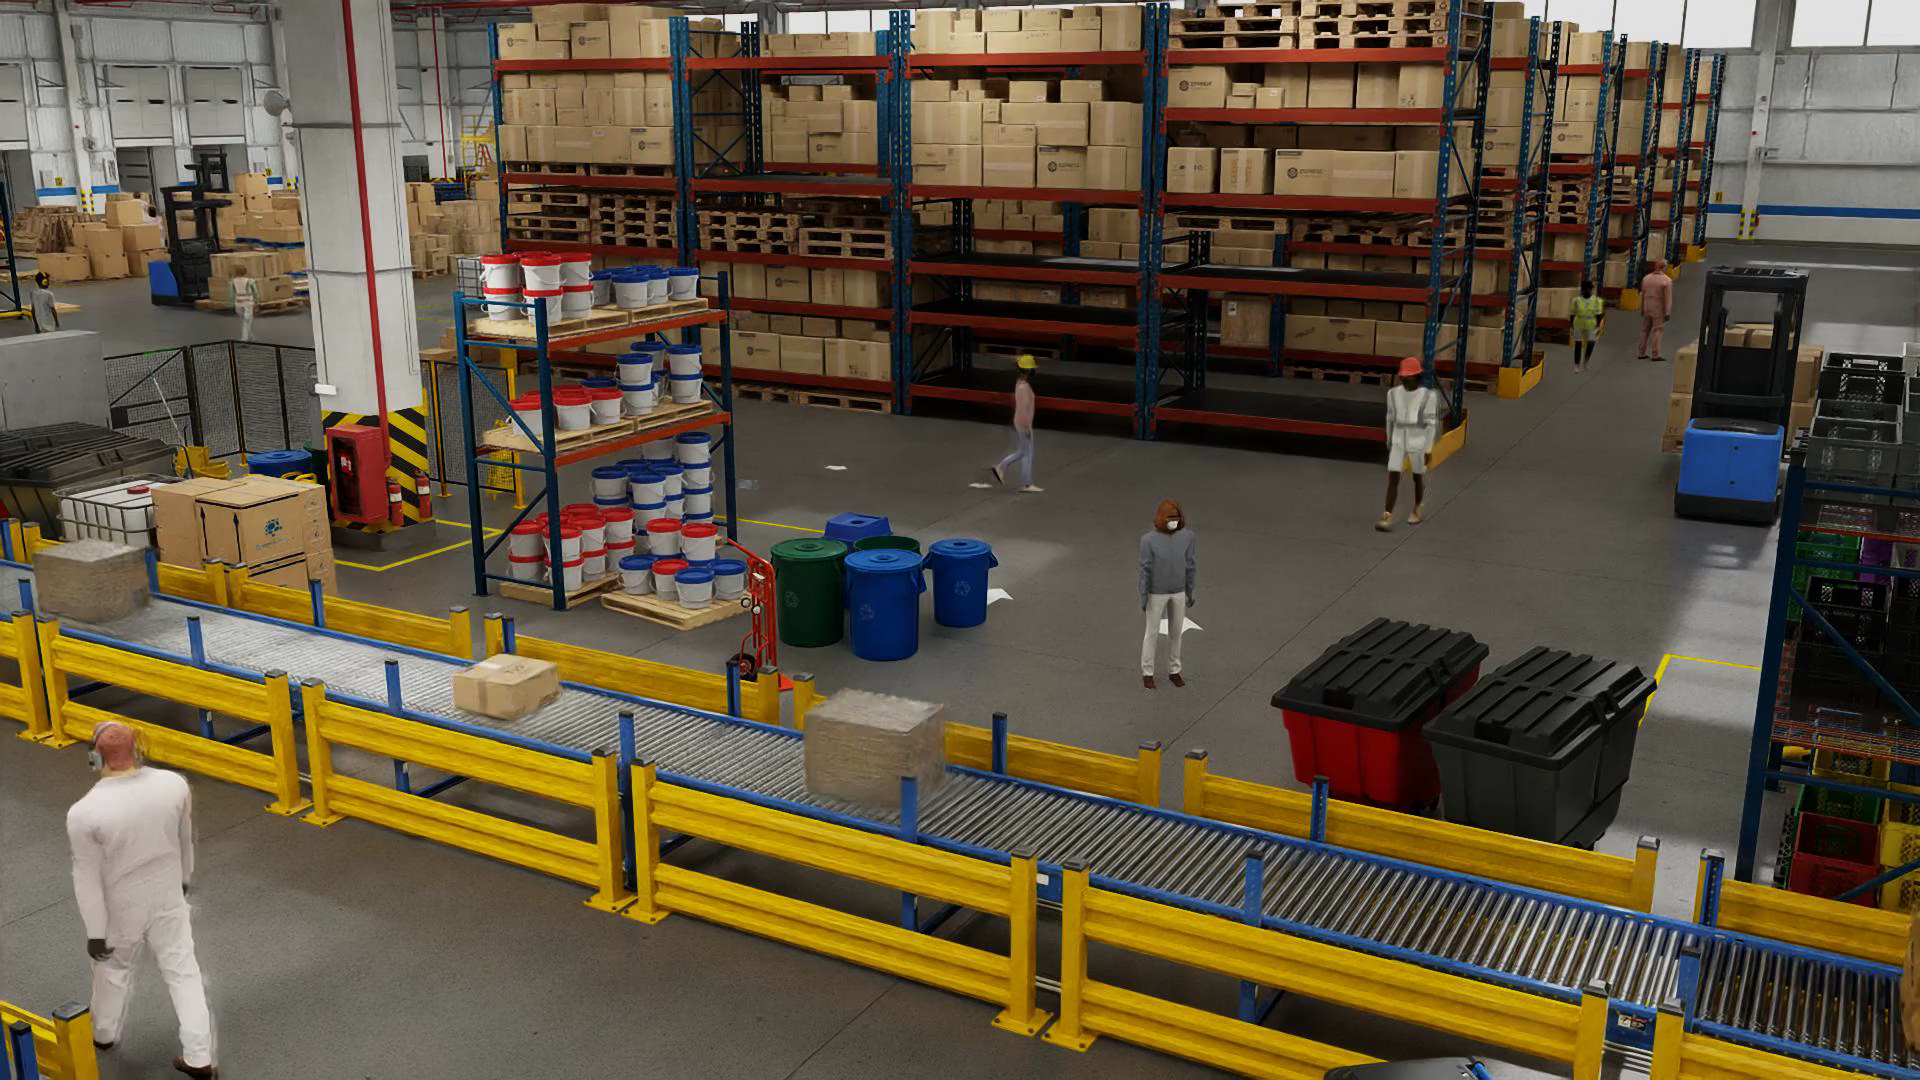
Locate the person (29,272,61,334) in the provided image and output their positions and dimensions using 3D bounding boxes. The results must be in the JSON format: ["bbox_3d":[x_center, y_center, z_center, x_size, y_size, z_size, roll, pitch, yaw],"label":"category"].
[{"bbox_3d":[-16.006,-3.755,29.168,0.521,1.865,0.334,4,15,16],"label":"person"}]

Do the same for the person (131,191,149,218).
[{"bbox_3d":[-26.169,-10.147,53.055,0.629,1.937,0.377,-3,15,-13],"label":"person"}]

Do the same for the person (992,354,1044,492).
[{"bbox_3d":[0.741,-1.445,20.700,0.554,1.752,0.530,-1,15,-3],"label":"person"}]

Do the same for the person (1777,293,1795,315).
[{"bbox_3d":[15.610,-4.240,31.445,0.280,1.624,0.493,4,15,14],"label":"person"}]

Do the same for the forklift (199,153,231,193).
[{"bbox_3d":[-27.440,-12.865,61.464,1.873,2.768,1.129,8,17,28],"label":"forklift"}]

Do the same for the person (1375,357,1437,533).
[{"bbox_3d":[5.092,-1.087,18.899,0.630,1.992,1.042,10,18,34],"label":"person"}]

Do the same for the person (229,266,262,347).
[{"bbox_3d":[-14.216,-4.656,33.081,0.516,1.587,0.887,0,15,1],"label":"person"}]

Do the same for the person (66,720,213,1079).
[{"bbox_3d":[-4.167,1.783,8.364,0.999,1.851,0.675,9,18,32],"label":"person"}]

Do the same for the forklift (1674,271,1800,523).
[{"bbox_3d":[9.269,-1.763,19.726,1.129,2.768,1.873,8,17,27],"label":"forklift"}]

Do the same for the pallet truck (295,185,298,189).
[{"bbox_3d":[-26.804,-14.617,69.738,1.885,1.965,0.823,-14,20,-42],"label":"pallet truck"}]

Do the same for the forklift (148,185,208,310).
[{"bbox_3d":[-18.053,-6.869,38.922,1.873,2.768,1.129,8,17,28],"label":"forklift"}]

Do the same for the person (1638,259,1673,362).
[{"bbox_3d":[13.052,-4.306,31.177,0.399,1.899,0.650,-8,17,-28],"label":"person"}]

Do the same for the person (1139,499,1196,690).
[{"bbox_3d":[1.714,0.448,13.822,0.494,1.624,0.279,-5,16,-17],"label":"person"}]

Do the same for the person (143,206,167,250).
[{"bbox_3d":[-23.047,-8.638,47.605,0.592,1.824,0.640,8,17,29],"label":"person"}]

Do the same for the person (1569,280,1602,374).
[{"bbox_3d":[11.133,-3.794,29.645,0.564,1.680,0.375,5,16,19],"label":"person"}]
